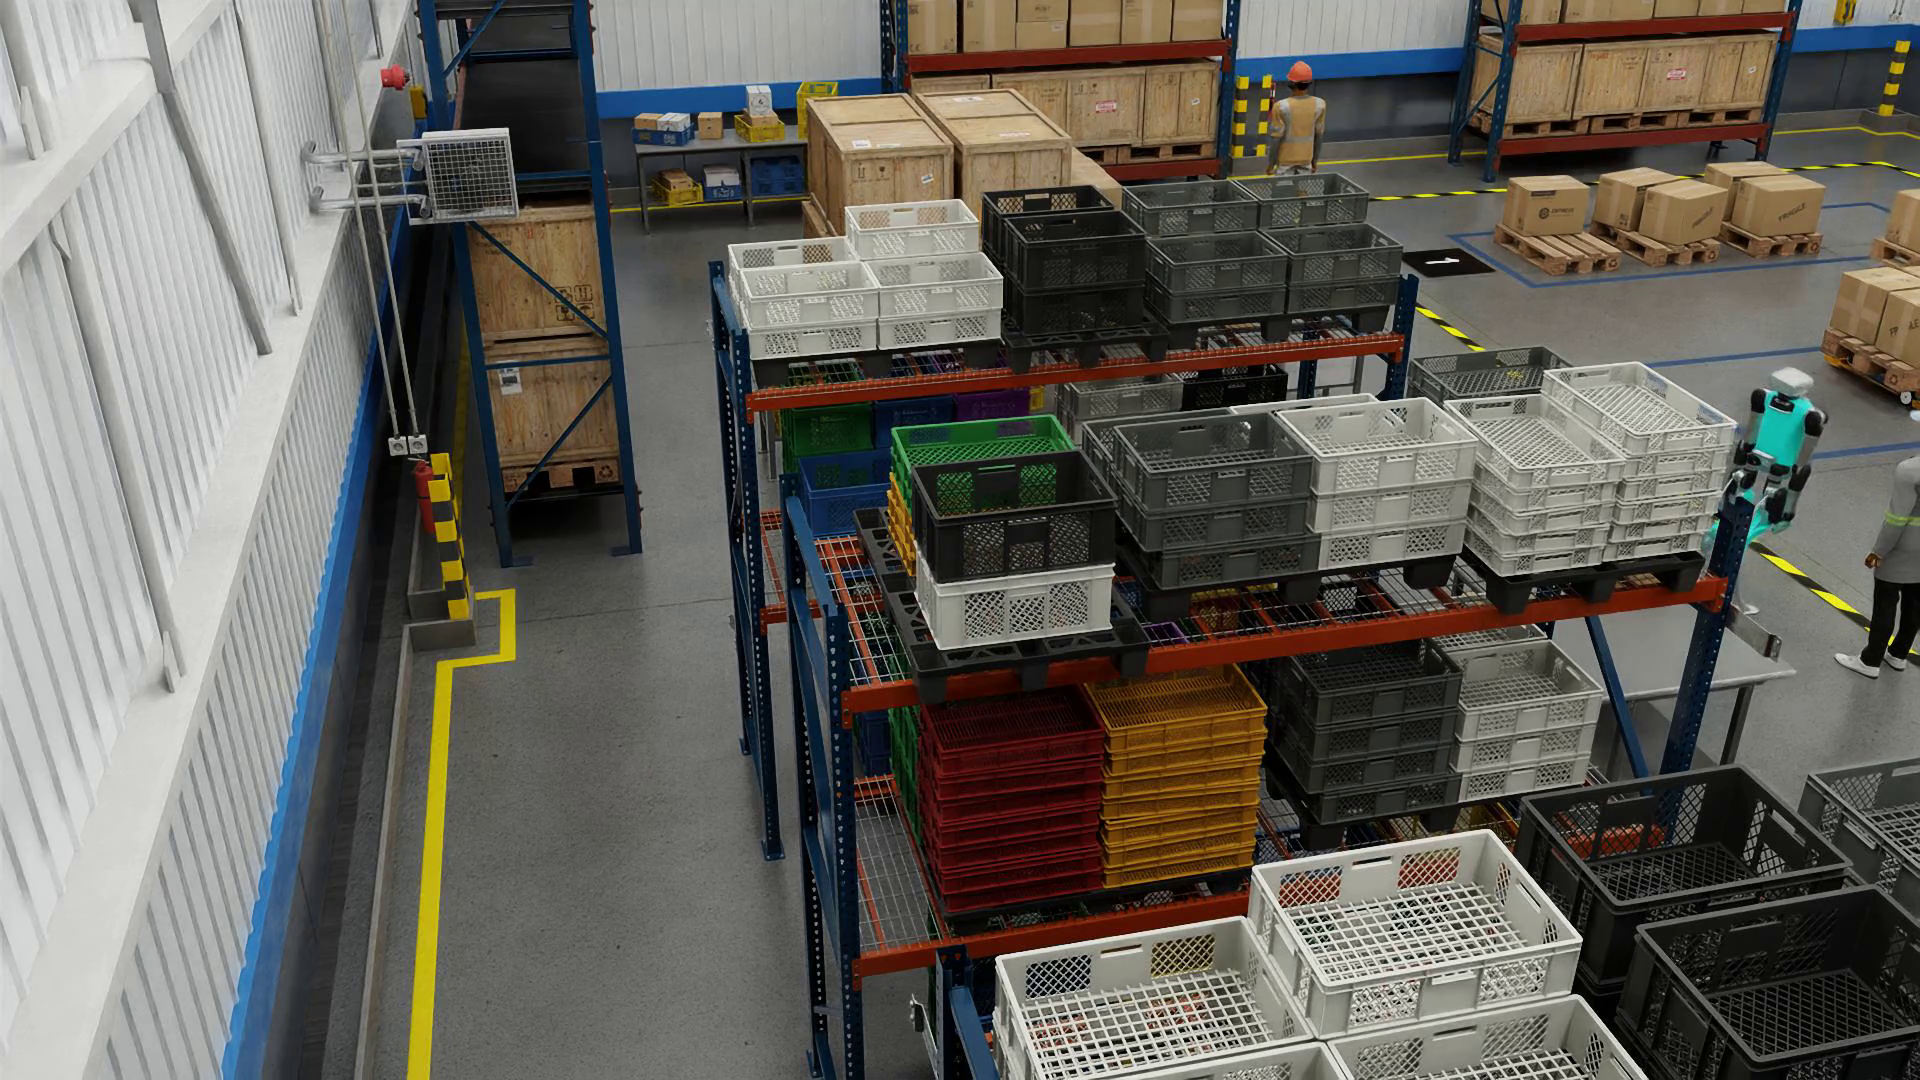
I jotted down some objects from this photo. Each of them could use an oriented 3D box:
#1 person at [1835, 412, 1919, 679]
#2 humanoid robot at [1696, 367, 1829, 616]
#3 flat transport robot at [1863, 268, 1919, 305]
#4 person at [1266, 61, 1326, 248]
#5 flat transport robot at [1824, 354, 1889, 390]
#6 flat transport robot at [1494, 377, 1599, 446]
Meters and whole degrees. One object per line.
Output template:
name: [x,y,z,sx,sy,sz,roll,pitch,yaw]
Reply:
person: [5.898,-0.002,10.352,0.596,1.851,0.384,-10,29,-18]
humanoid robot: [5.099,-0.272,10.843,0.735,1.677,0.533,-13,30,-22]
flat transport robot: [10.107,-2.648,17.040,1.431,0.197,0.652,-6,28,-12]
person: [3.602,-4.128,17.974,0.607,2.048,0.365,-7,29,-12]
flat transport robot: [8.473,-1.467,14.800,0.652,0.197,1.431,-6,28,-12]
flat transport robot: [4.780,-1.036,14.013,0.659,0.231,1.431,-6,28,-12]
